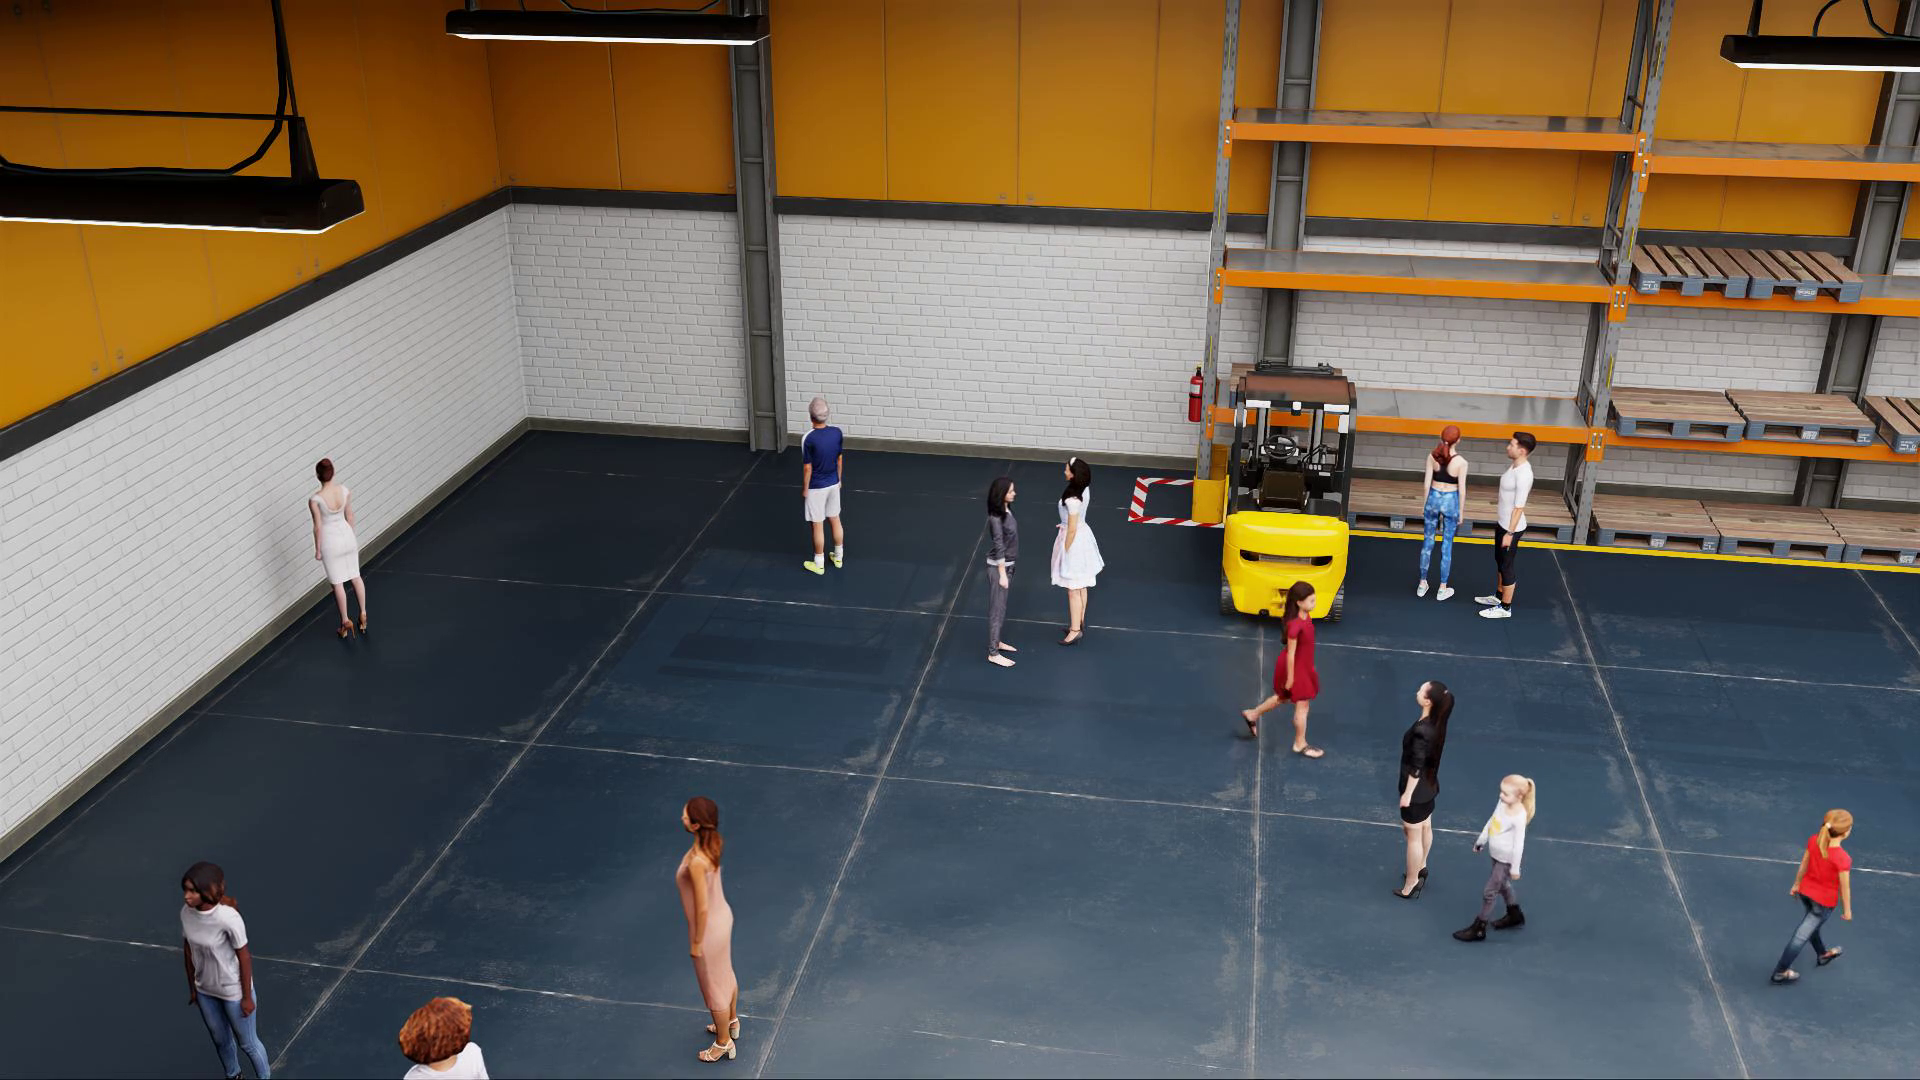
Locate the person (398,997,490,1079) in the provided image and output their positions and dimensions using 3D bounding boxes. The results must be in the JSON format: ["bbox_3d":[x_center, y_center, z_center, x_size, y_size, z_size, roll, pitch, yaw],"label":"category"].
[{"bbox_3d":[-2.605,3.092,8.571,0.747,1.713,0.790,-20,30,-38],"label":"person"}]

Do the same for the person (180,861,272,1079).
[{"bbox_3d":[-4.270,2.614,9.656,0.506,1.719,0.678,8,25,17],"label":"person"}]

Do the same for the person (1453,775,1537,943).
[{"bbox_3d":[3.749,2.140,11.310,0.797,1.263,0.587,-1,24,-2],"label":"person"}]

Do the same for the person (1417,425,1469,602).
[{"bbox_3d":[4.690,-0.274,16.180,0.625,1.785,0.709,13,27,28],"label":"person"}]

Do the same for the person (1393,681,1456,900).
[{"bbox_3d":[3.241,1.741,11.680,0.667,1.697,0.674,15,28,31],"label":"person"}]

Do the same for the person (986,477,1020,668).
[{"bbox_3d":[0.362,0.257,14.992,0.521,1.765,0.600,2,24,6],"label":"person"}]

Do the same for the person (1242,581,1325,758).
[{"bbox_3d":[2.656,1.023,13.527,0.963,1.534,0.640,8,25,18],"label":"person"}]

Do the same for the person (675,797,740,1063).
[{"bbox_3d":[-1.515,2.356,10.107,0.519,1.831,0.593,3,24,6],"label":"person"}]

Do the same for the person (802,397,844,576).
[{"bbox_3d":[-1.384,-0.559,16.765,0.724,1.839,0.763,-19,30,-37],"label":"person"}]

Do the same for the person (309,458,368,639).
[{"bbox_3d":[-5.754,0.066,15.394,0.636,1.792,0.632,19,30,37],"label":"person"}]

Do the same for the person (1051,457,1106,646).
[{"bbox_3d":[1.058,0.102,15.279,0.752,1.818,0.728,7,25,16],"label":"person"}]

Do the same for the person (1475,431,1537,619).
[{"bbox_3d":[5.243,-0.158,15.831,0.549,1.852,0.656,4,24,8],"label":"person"}]

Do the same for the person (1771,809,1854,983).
[{"bbox_3d":[5.521,2.339,10.823,0.894,1.289,0.710,-6,24,-13],"label":"person"}]
